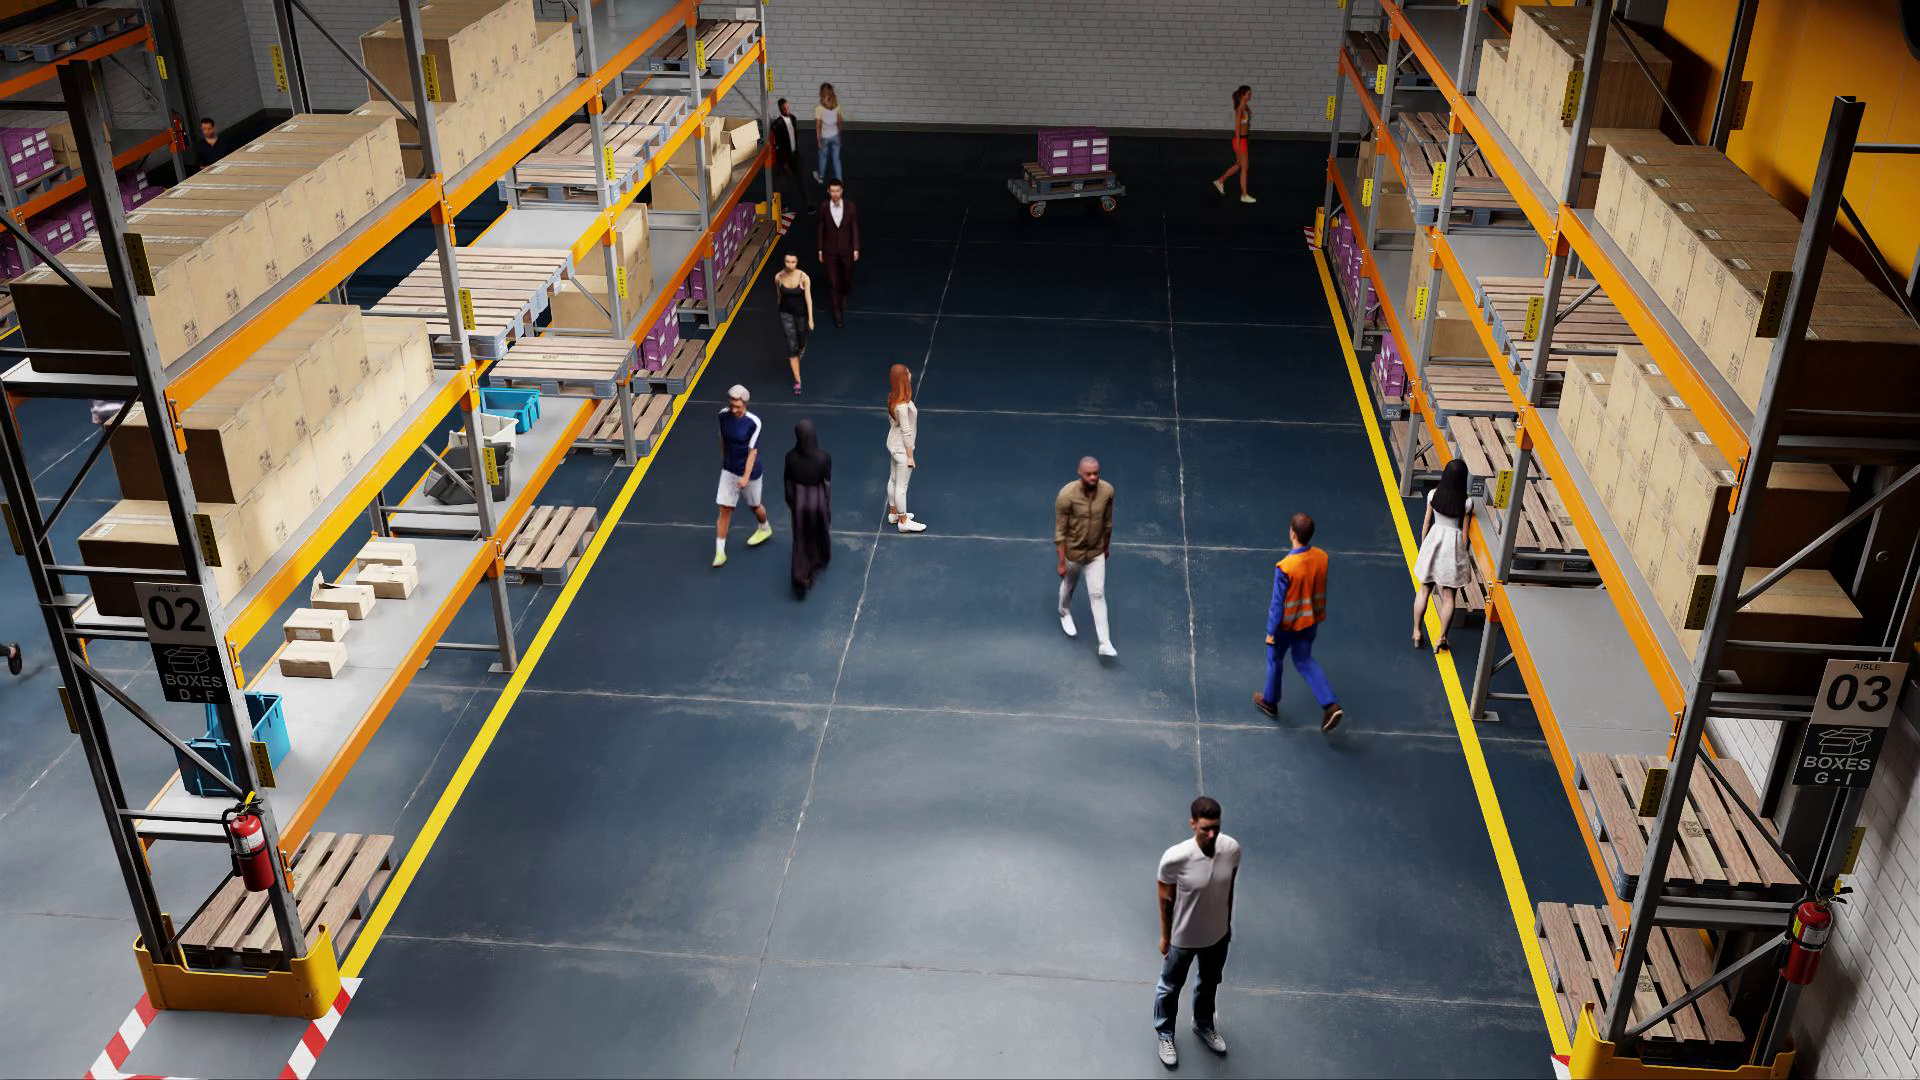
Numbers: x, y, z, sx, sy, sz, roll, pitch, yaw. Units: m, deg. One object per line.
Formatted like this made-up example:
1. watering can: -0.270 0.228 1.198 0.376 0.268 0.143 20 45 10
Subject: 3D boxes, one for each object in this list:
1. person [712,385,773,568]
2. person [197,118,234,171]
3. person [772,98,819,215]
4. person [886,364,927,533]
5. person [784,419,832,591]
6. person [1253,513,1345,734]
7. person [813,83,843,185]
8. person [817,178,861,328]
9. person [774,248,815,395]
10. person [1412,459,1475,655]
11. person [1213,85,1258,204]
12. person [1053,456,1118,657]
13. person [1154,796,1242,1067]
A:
1. person: -1.991 -0.659 15.574 0.831 1.784 1.141 13 31 23
2. person: -10.499 -5.112 23.679 0.798 1.840 0.883 -9 30 -17
3. person: -2.656 -5.700 24.860 1.143 1.742 1.222 17 33 28
4. person: -0.581 -0.895 16.078 0.732 1.715 0.617 -9 30 -16
5. person: -1.393 -0.305 15.113 0.613 1.603 1.074 2 29 4
6. person: 2.705 0.697 13.037 1.110 1.833 1.245 -17 33 -28
7. person: -1.982 -6.172 25.807 1.013 1.664 1.244 -12 31 -21
8. person: -1.545 -3.682 21.053 0.827 1.843 1.138 -3 29 -5
9. person: -1.917 -2.587 19.223 0.656 1.675 1.134 0 29 0
10. person: 4.115 0.132 14.140 0.772 1.769 0.793 18 33 29
11. person: 4.262 -6.100 25.559 0.805 1.774 0.960 10 30 18
12. person: 1.012 0.076 14.229 1.008 1.781 1.265 -8 30 -15
13. person: 1.426 2.325 10.017 0.751 1.867 0.715 -9 30 -16
